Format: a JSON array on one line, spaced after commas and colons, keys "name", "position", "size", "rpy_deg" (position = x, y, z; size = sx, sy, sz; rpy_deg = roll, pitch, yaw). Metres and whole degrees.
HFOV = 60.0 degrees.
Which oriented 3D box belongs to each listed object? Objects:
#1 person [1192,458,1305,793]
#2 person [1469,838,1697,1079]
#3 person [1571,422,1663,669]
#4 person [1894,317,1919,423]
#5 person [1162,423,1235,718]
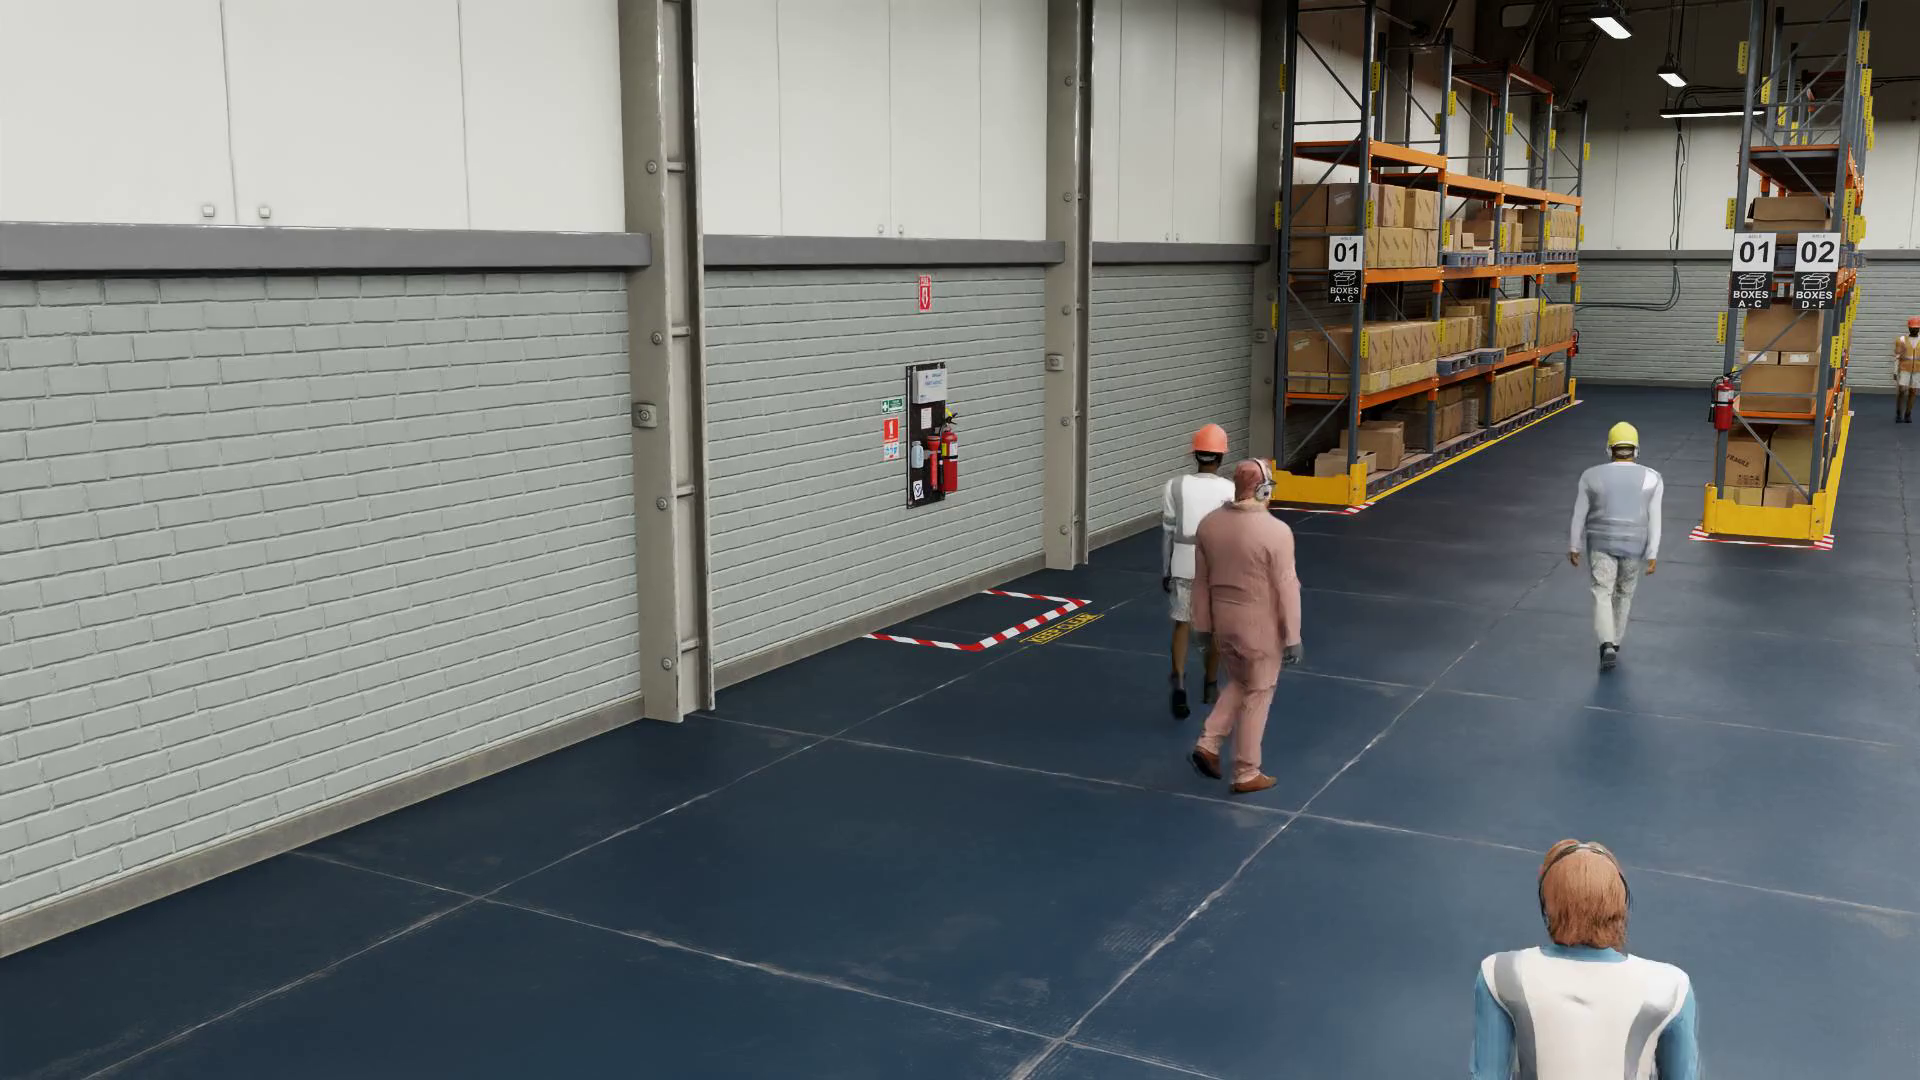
[{"name": "person", "position": [1.615, 0.484, 9.233], "size": [0.453, 1.890, 0.652], "rpy_deg": [-7, 12, -35]}, {"name": "person", "position": [1.481, 1.525, 4.003], "size": [0.516, 1.599, 0.837], "rpy_deg": [4, 11, 24]}, {"name": "person", "position": [4.798, 0.032, 12.170], "size": [0.602, 1.797, 0.889], "rpy_deg": [3, 10, 15]}, {"name": "person", "position": [17.015, -3.021, 29.716], "size": [0.549, 1.915, 0.679], "rpy_deg": [3, 10, 17]}, {"name": "person", "position": [1.567, 0.200, 10.848], "size": [0.544, 1.913, 0.850], "rpy_deg": [3, 10, 15]}]
